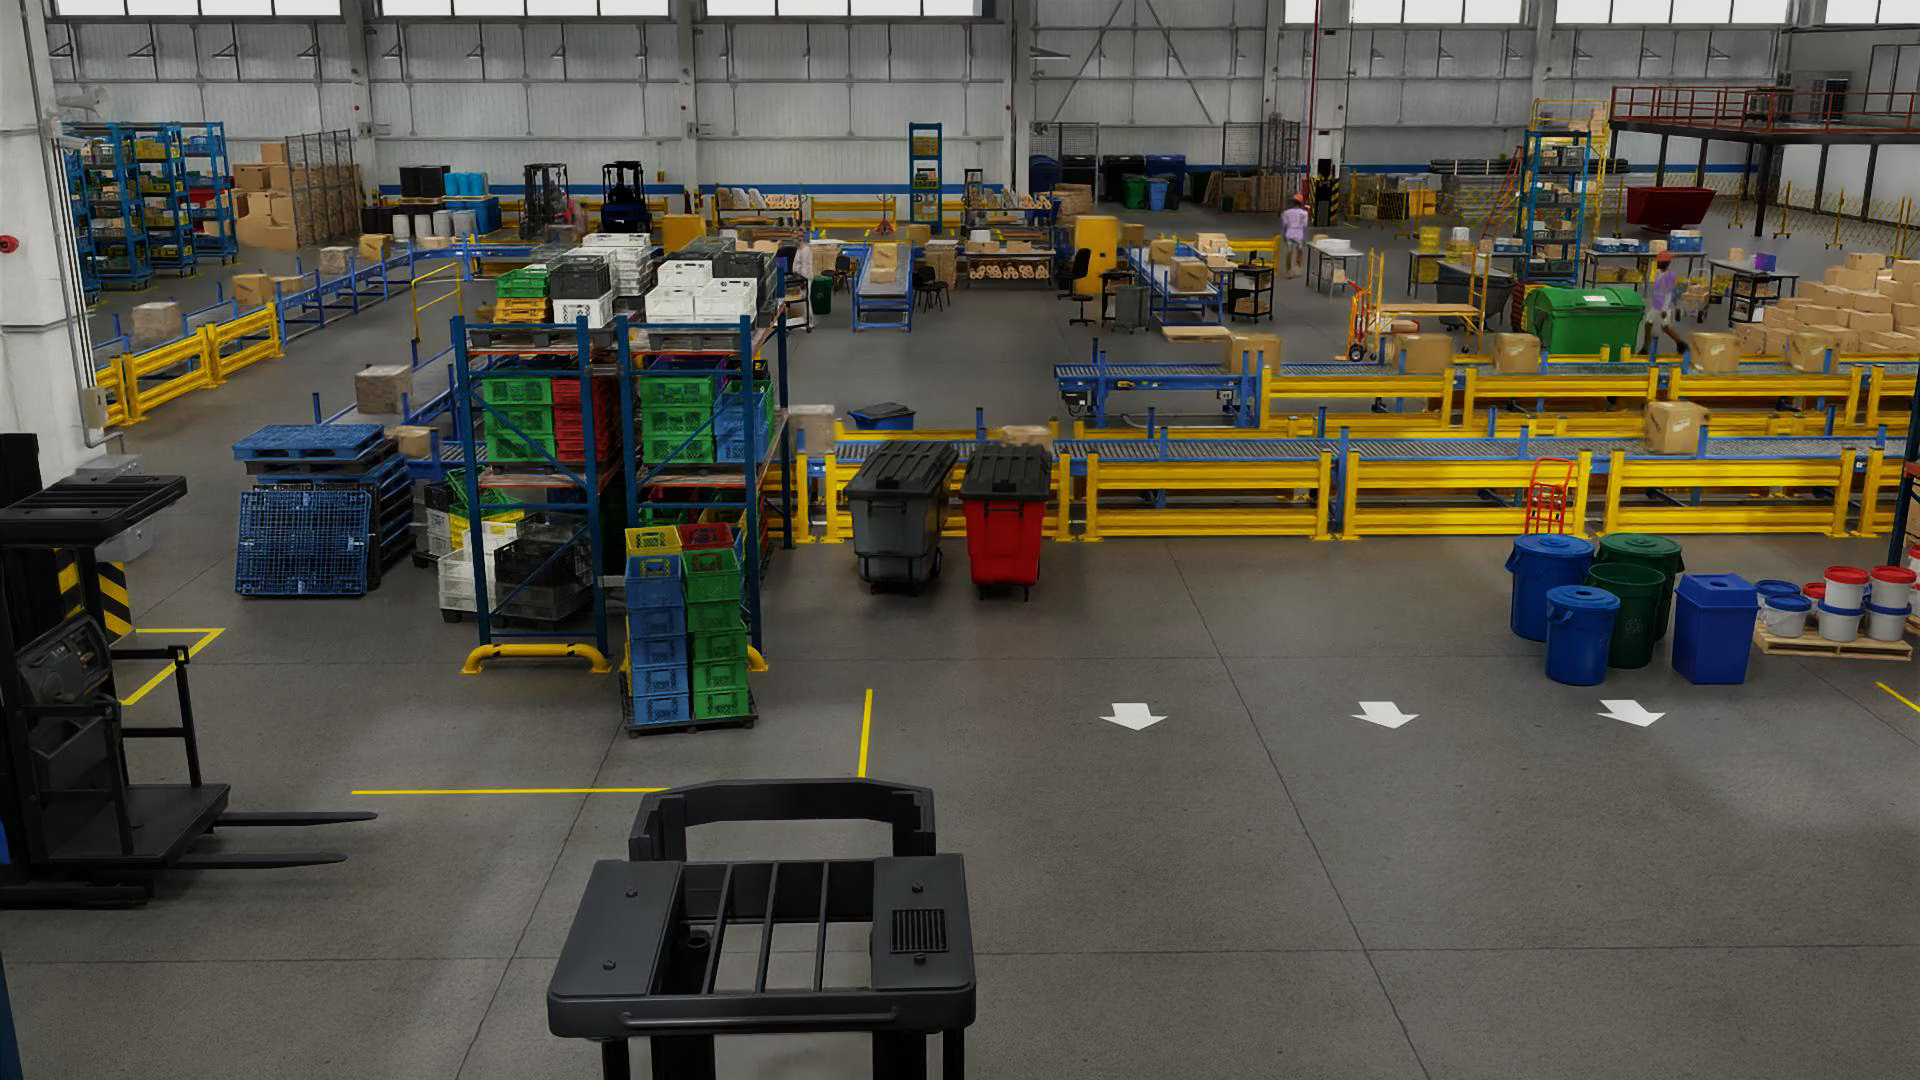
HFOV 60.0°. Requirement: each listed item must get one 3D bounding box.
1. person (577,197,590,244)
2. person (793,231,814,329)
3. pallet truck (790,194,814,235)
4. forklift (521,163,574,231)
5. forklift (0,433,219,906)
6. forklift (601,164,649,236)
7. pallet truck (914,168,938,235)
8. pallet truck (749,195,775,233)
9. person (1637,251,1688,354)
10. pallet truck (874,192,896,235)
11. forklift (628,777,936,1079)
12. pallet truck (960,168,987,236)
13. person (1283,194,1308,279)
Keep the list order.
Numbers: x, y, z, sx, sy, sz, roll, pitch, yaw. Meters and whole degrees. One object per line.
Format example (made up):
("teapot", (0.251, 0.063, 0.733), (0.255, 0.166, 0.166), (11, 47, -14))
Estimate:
("person", (-9.687, -7.902, 42.586), (0.871, 1.729, 0.525), (-9, 18, -29))
("person", (-3.069, -5.087, 32.521), (0.398, 1.897, 0.663), (-3, 16, -10))
("pallet truck", (-4.814, -9.883, 50.259), (0.704, 1.261, 1.522), (-1, 16, -3))
("forklift", (-12.233, -10.122, 49.298), (1.157, 1.987, 2.680), (0, 16, -1))
("forklift", (-5.952, 0.780, 10.366), (1.873, 2.768, 1.129), (0, 16, -1))
("forklift", (-9.948, -10.127, 49.296), (1.157, 1.987, 2.680), (-1, 16, -3))
("pallet truck", (-0.989, -10.316, 50.507), (0.823, 1.965, 1.885), (1, 16, 3))
("pallet truck", (-6.051, -9.967, 50.660), (0.680, 1.201, 1.601), (0, 16, -1))
("person", (12.351, -4.106, 29.102), (0.878, 1.912, 0.547), (-2, 16, -7))
("pallet truck", (-2.277, -9.986, 50.594), (0.653, 1.274, 1.630), (0, 16, -1))
("forklift", (-0.542, 2.165, 5.552), (1.129, 2.768, 1.873), (-1, 16, -2))
("pallet truck", (0.383, -10.230, 50.206), (0.823, 1.965, 1.885), (-1, 16, -3))
("person", (8.107, -7.314, 40.045), (0.618, 2.006, 0.916), (8, 18, 26))
